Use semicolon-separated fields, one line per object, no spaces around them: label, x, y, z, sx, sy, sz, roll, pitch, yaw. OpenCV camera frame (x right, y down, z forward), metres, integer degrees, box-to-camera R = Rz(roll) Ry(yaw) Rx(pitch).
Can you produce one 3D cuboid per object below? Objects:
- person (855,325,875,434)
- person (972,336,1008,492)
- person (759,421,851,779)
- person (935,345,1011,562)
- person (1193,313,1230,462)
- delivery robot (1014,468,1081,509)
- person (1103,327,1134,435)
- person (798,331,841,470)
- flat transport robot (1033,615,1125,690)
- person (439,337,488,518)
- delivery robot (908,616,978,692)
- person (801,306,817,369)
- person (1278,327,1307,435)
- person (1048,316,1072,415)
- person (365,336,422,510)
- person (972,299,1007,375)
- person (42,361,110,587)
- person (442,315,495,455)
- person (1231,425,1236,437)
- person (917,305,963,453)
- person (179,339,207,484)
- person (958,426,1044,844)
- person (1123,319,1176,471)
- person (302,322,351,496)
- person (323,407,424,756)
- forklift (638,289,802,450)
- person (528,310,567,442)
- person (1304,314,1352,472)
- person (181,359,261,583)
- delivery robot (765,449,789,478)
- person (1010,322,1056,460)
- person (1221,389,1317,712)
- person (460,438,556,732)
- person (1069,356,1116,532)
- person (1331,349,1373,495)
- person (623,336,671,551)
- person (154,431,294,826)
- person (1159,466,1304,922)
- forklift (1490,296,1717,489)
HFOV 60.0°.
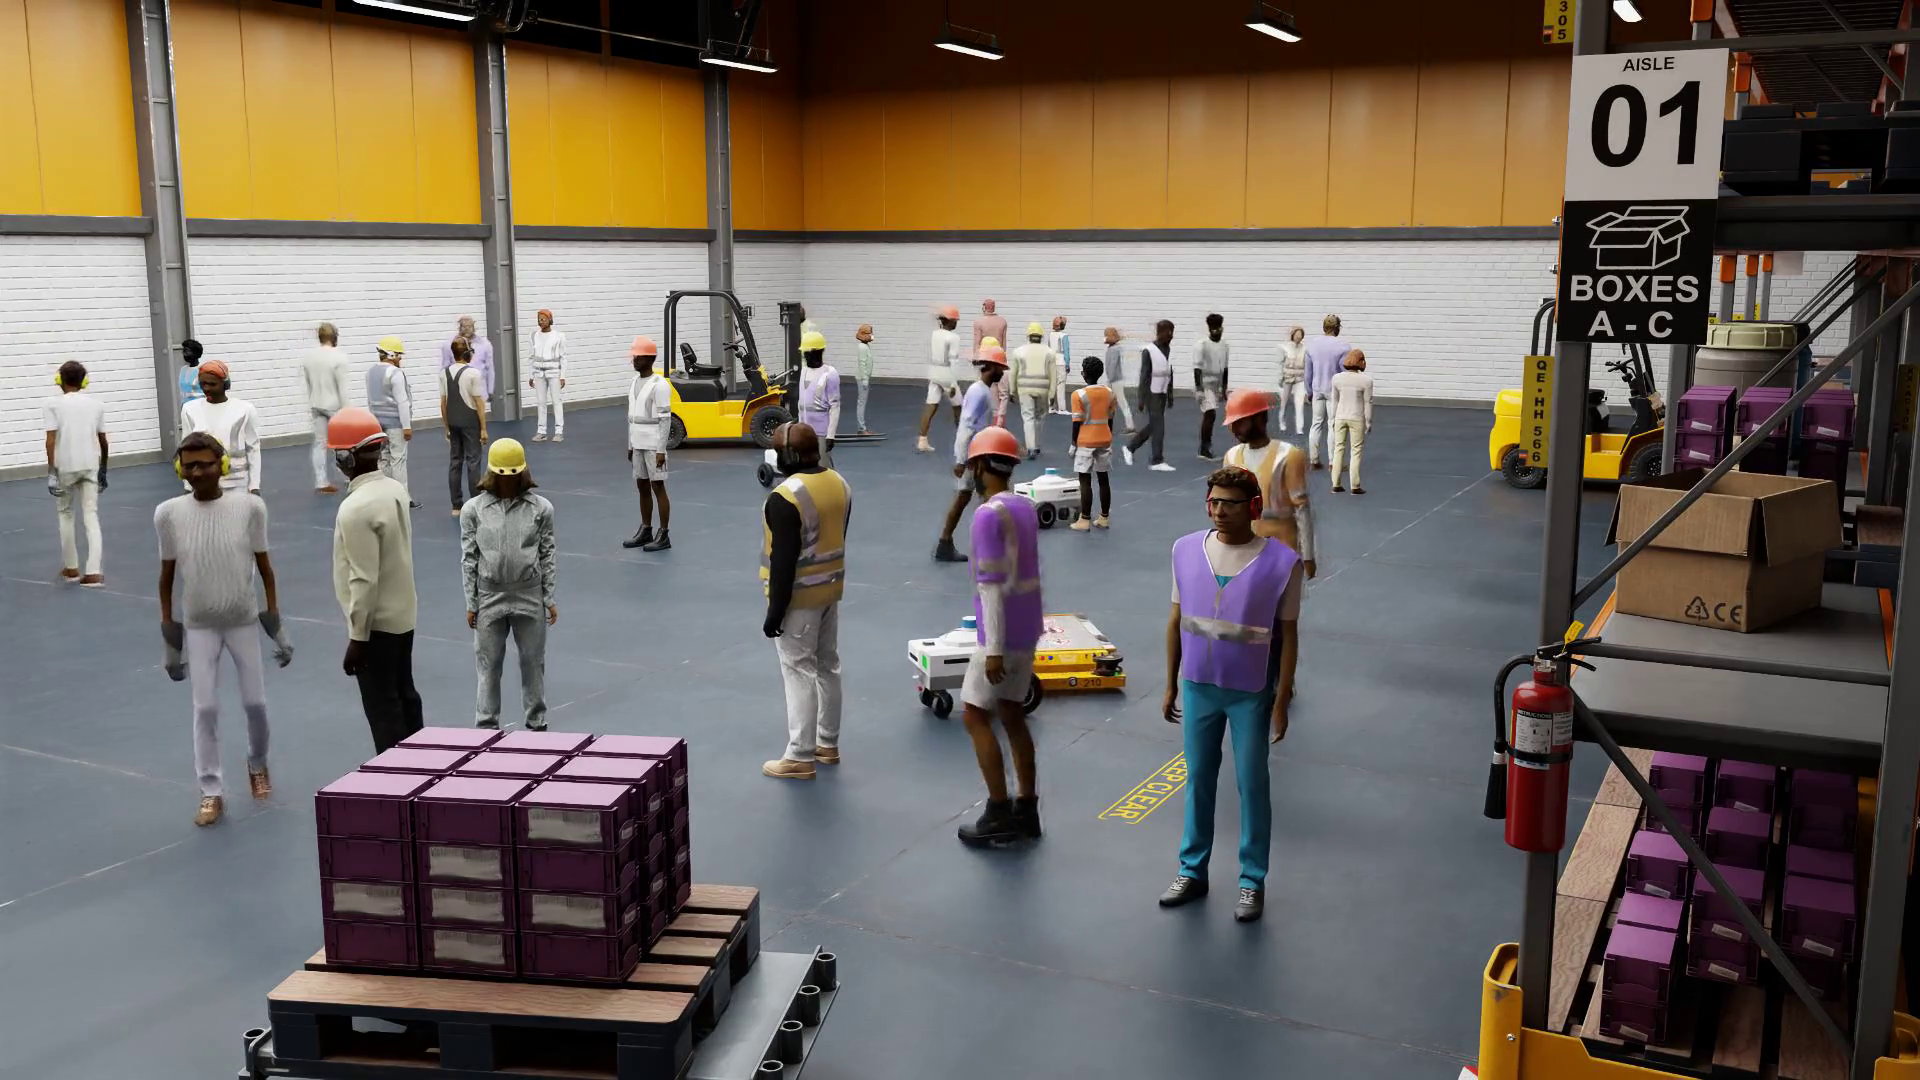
person;-1.397;-2.347;24.495;0.281;1.634;0.498;0;10;1
person;0.339;-1.380;18.522;0.313;1.767;0.523;-6;12;-33
person;-0.816;0.306;8.556;0.429;1.838;0.622;5;11;26
person;0.158;-0.736;14.418;0.831;1.883;0.561;0;10;0
person;3.259;-1.957;21.445;0.630;1.919;0.698;-9;14;-43
delivery robot;0.891;-0.466;16.453;0.707;0.478;0.477;-7;12;-35
person;2.193;-2.332;24.530;0.854;1.585;0.520;-1;10;-7
person;-1.410;-1.086;16.345;0.364;1.928;0.586;-9;13;-41
flat transport robot;0.595;0.700;10.795;0.652;0.197;1.431;-1;10;-7
person;-5.010;-1.131;16.844;0.506;1.847;0.346;4;11;23
delivery robot;0.062;0.691;9.755;0.707;0.478;0.477;-3;10;-17
person;-2.616;-3.046;28.036;0.635;1.819;0.605;8;12;38
person;4.987;-2.398;24.878;0.506;1.604;0.838;0;10;2
person;1.641;-2.892;27.627;0.310;1.642;0.514;-7;12;-35
person;-5.940;-1.221;17.432;0.588;1.822;0.403;7;12;36
person;0.485;-3.148;28.346;0.648;1.907;0.409;-6;11;-30
person;-7.188;-0.542;13.539;0.527;1.803;0.858;-10;14;-44
person;-6.366;-1.975;21.574;0.668;1.892;0.485;-3;10;-18
person;2.049;-0.142;11.754;0.321;1.630;0.515;0;10;-2
person;-0.202;-2.167;22.434;0.624;1.991;1.048;10;14;44
person;-8.838;-1.477;19.275;0.535;1.697;0.318;5;11;28
person;0.190;0.429;7.682;0.511;1.888;0.596;5;11;25
person;2.375;-1.819;20.761;0.827;1.879;0.630;8;12;38
person;-6.966;-1.466;18.572;0.653;1.909;0.796;4;10;21
person;-2.703;0.380;7.672;0.391;1.991;0.613;0;10;0
forklift;-3.358;-2.392;23.136;2.313;2.155;1.214;-1;10;-5
person;-5.888;-2.339;23.730;0.574;1.883;0.353;2;10;11
person;4.537;-1.804;20.471;0.637;1.938;0.357;9;13;41
person;-5.615;-0.427;12.648;0.573;1.887;0.355;-1;10;-6
delivery robot;-1.928;-0.913;19.042;0.477;0.478;0.707;-8;13;-38
person;0.957;-1.955;21.789;0.605;1.791;0.913;0;10;-3
person;1.724;0.072;9.761;0.809;1.889;0.597;-9;14;-44
person;-2.354;0.327;8.722;0.484;1.737;0.305;-4;10;-20
person;1.274;-0.926;16.087;0.533;1.697;0.318;-7;12;-35
person;4.368;-1.317;18.564;0.494;1.624;0.279;7;12;36
person;-2.836;-0.870;15.054;0.545;1.942;0.352;9;13;42
person;-3.511;0.409;7.948;0.578;1.873;0.449;-4;10;-21
person;1.101;0.608;6.769;0.567;1.847;0.389;6;11;30
forklift;7.296;-1.677;18.993;2.313;2.155;1.214;5;11;27
